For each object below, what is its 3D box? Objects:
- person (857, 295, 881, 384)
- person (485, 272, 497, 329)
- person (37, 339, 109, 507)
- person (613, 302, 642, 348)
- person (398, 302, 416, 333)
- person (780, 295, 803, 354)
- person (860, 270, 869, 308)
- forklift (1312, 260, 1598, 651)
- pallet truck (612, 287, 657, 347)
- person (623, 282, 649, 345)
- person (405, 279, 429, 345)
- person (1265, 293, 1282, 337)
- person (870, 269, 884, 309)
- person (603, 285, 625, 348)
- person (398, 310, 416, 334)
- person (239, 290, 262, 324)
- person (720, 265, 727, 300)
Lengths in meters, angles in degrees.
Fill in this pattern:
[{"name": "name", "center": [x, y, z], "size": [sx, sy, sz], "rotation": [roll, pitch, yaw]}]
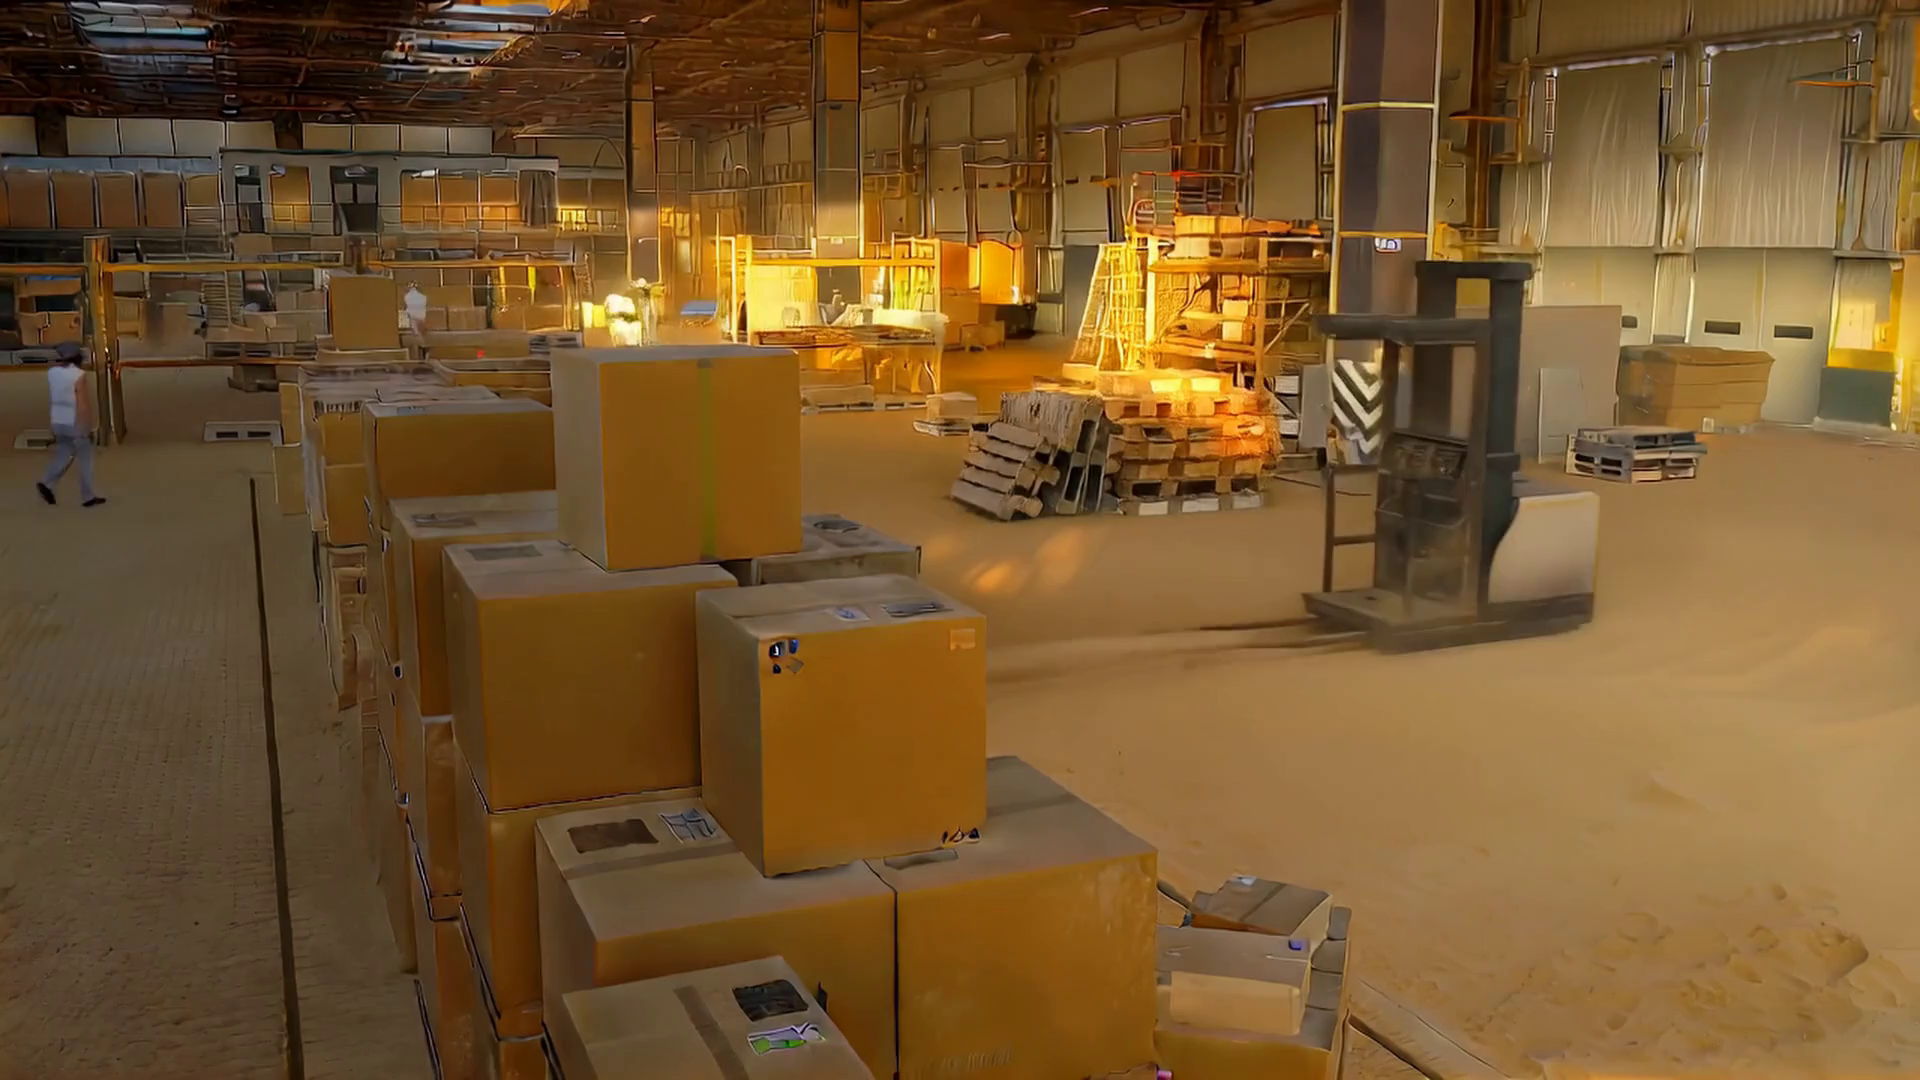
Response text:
[{"name": "person", "center": [-1.879, -4.146, 34.402], "size": [0.505, 1.842, 0.347], "rotation": [0, 10, 1]}, {"name": "person", "center": [-14.892, -7.539, 52.874], "size": [0.379, 1.931, 0.625], "rotation": [0, 10, 1]}, {"name": "person", "center": [-9.907, -1.280, 18.472], "size": [0.591, 1.895, 0.660], "rotation": [5, 11, 25]}, {"name": "person", "center": [-5.859, -3.238, 29.223], "size": [0.603, 1.904, 0.607], "rotation": [8, 13, 36]}, {"name": "person", "center": [-11.391, -4.058, 34.257], "size": [0.487, 1.710, 0.795], "rotation": [3, 11, 16]}, {"name": "person", "center": [-3.911, -4.885, 38.940], "size": [0.541, 1.663, 0.813], "rotation": [3, 11, 19]}, {"name": "person", "center": [-3.625, -8.997, 60.968], "size": [0.630, 1.908, 0.772], "rotation": [-2, 11, -12]}, {"name": "forklift", "center": [3.823, -0.712, 12.611], "size": [1.873, 2.768, 1.129], "rotation": [-4, 11, -23]}, {"name": "pallet truck", "center": [-6.464, -4.406, 35.401], "size": [0.823, 1.965, 1.885], "rotation": [6, 12, 32]}, {"name": "person", "center": [-8.065, -5.440, 41.351], "size": [0.612, 1.904, 0.512], "rotation": [-4, 11, -19]}, {"name": "person", "center": [-14.216, -5.836, 43.468], "size": [1.041, 1.946, 0.623], "rotation": [4, 11, 21]}, {"name": "person", "center": [6.025, -3.846, 32.484], "size": [0.550, 1.935, 0.376], "rotation": [5, 11, 25]}, {"name": "person", "center": [-2.818, -8.287, 56.950], "size": [0.543, 1.941, 0.352], "rotation": [6, 12, 31]}, {"name": "person", "center": [-8.644, -5.487, 41.844], "size": [0.636, 1.819, 0.675], "rotation": [-3, 11, -15]}, {"name": "person", "center": [-8.312, -2.468, 24.886], "size": [0.372, 1.940, 0.630], "rotation": [0, 10, 3]}, {"name": "person", "center": [-17.190, -5.178, 40.319], "size": [0.547, 1.747, 0.497], "rotation": [-8, 13, -39]}, {"name": "person", "center": [-11.614, -12.732, 81.298], "size": [0.381, 1.994, 0.622], "rotation": [4, 11, 20]}]
